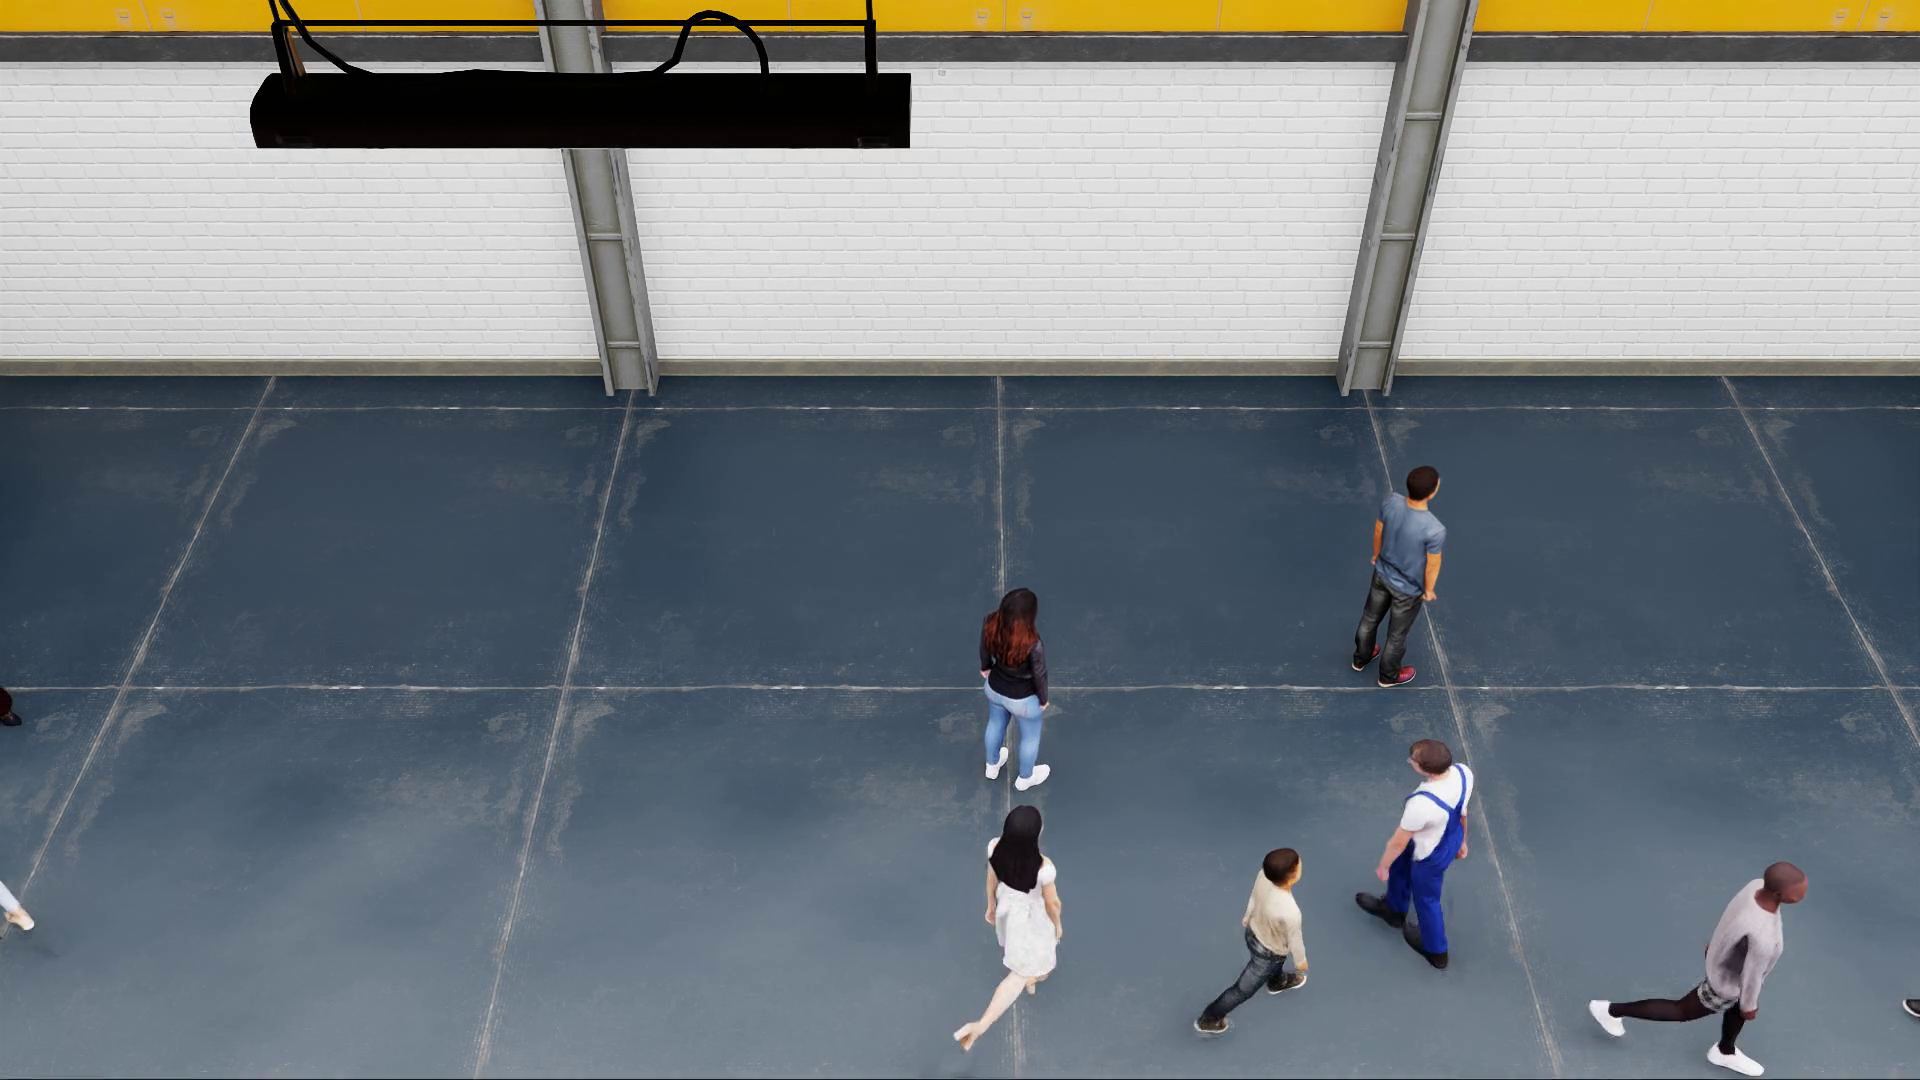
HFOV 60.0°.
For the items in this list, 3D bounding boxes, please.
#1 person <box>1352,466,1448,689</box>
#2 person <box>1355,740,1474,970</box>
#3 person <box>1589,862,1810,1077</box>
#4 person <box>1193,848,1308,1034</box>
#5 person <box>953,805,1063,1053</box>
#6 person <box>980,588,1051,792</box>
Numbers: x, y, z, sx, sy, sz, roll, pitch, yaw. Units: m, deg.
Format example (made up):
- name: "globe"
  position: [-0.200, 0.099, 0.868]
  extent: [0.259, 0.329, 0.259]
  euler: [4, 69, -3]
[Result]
- name: "person"
  position: [2.849, 0.231, 10.781]
  extent: [0.761, 1.810, 0.733]
  euler: [-28, 50, -26]
- name: "person"
  position: [2.659, 1.747, 9.194]
  extent: [0.954, 1.805, 1.009]
  euler: [-24, 49, -23]
- name: "person"
  position: [3.921, 2.245, 8.722]
  extent: [1.260, 1.734, 0.958]
  euler: [18, 47, 18]
- name: "person"
  position: [1.602, 2.192, 8.988]
  extent: [1.043, 1.445, 0.733]
  euler: [-13, 45, -13]
- name: "person"
  position: [0.287, 2.091, 8.876]
  extent: [1.091, 1.745, 1.095]
  euler: [29, 51, 27]
- name: "person"
  position: [0.329, 0.914, 10.194]
  extent: [0.702, 1.632, 0.792]
  euler: [26, 49, 25]
